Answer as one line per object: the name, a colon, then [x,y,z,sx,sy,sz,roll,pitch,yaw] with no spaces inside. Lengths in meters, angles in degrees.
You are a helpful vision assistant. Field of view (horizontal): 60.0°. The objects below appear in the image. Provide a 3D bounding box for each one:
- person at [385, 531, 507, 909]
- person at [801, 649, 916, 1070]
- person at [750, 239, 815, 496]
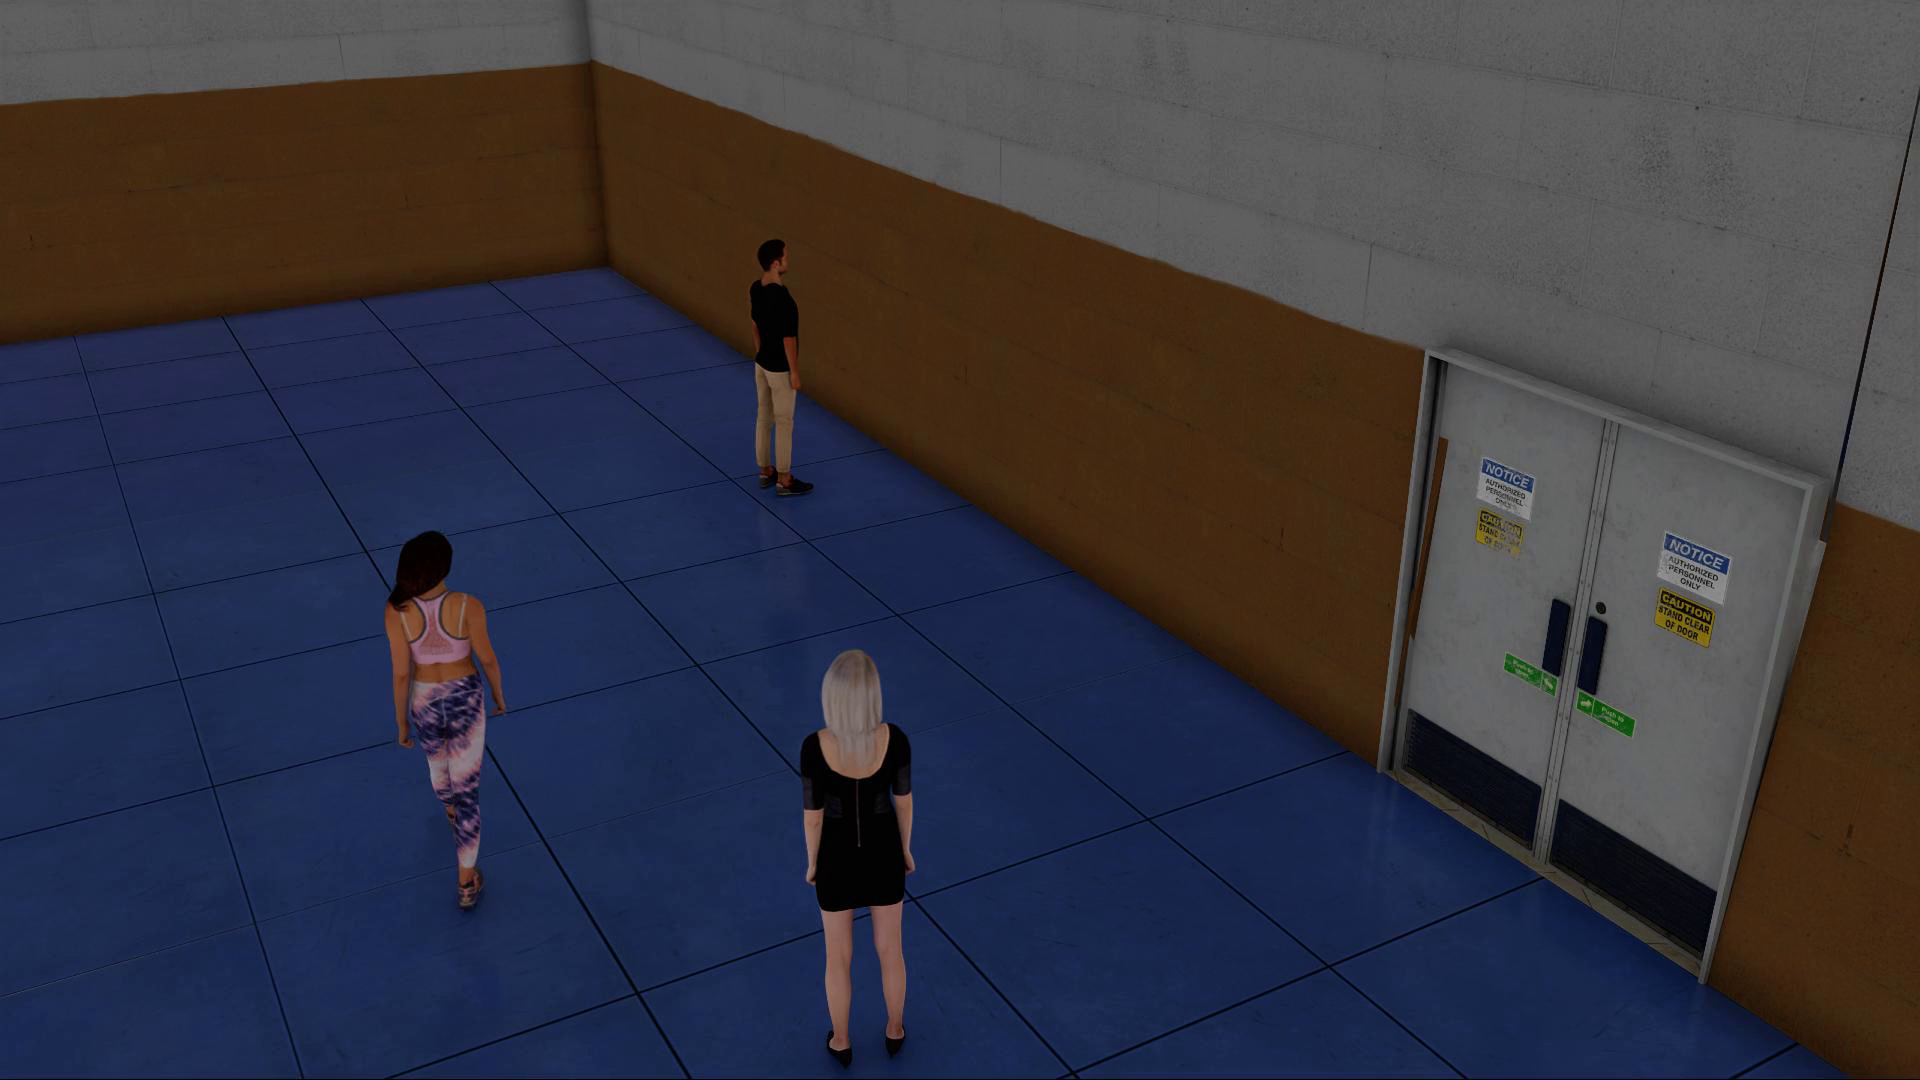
person: [-2.285,0.835,7.413,1.098,1.731,0.915,-4,24,-10]
person: [-0.384,1.234,6.377,0.541,1.830,0.694,-5,24,-10]
person: [-1.327,-1.250,11.987,0.560,1.857,0.657,-17,29,-34]
